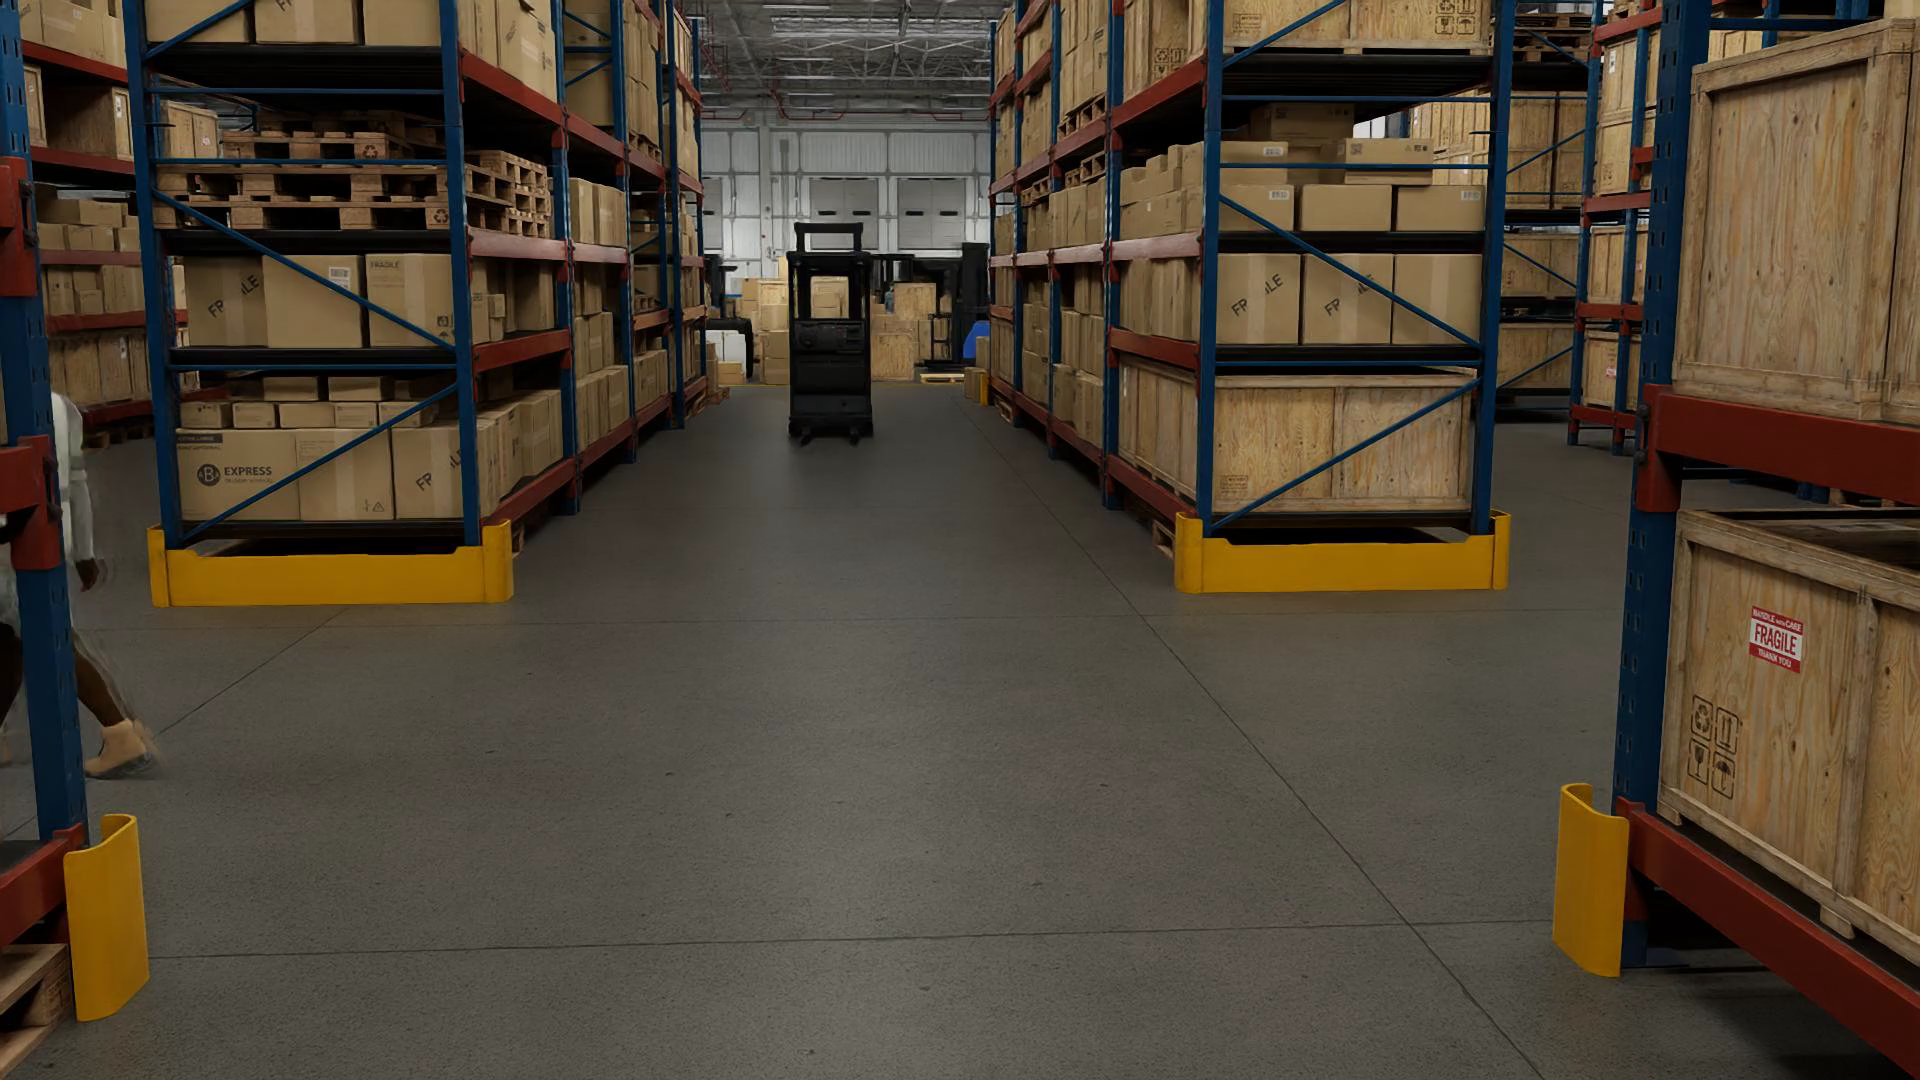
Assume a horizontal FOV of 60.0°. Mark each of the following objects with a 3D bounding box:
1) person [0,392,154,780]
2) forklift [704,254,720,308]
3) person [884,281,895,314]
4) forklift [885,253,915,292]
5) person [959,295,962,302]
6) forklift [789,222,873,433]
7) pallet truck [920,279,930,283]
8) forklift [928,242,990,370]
[{"bbox_3d":[-3.904,0.029,6.955,1.073,1.992,0.627,1,9,7],"label":"person"},{"bbox_3d":[-8.474,-8.136,55.415,1.129,2.768,1.873,6,11,33],"label":"forklift"},{"bbox_3d":[-2.077,-7.090,51.840,0.628,1.931,0.383,5,10,27],"label":"person"},{"bbox_3d":[-1.966,-8.022,54.704,1.129,2.768,1.873,-5,10,-30],"label":"forklift"},{"bbox_3d":[0.204,-6.490,48.097,0.546,1.917,0.771,-3,10,-20],"label":"person"},{"bbox_3d":[-1.773,-2.924,22.692,1.129,2.768,1.873,-1,9,-4],"label":"forklift"},{"bbox_3d":[-0.932,-8.922,63.114,1.885,1.965,0.823,2,9,13],"label":"pallet truck"},{"bbox_3d":[0.365,-5.148,36.653,1.873,2.768,1.129,3,10,21],"label":"forklift"}]
